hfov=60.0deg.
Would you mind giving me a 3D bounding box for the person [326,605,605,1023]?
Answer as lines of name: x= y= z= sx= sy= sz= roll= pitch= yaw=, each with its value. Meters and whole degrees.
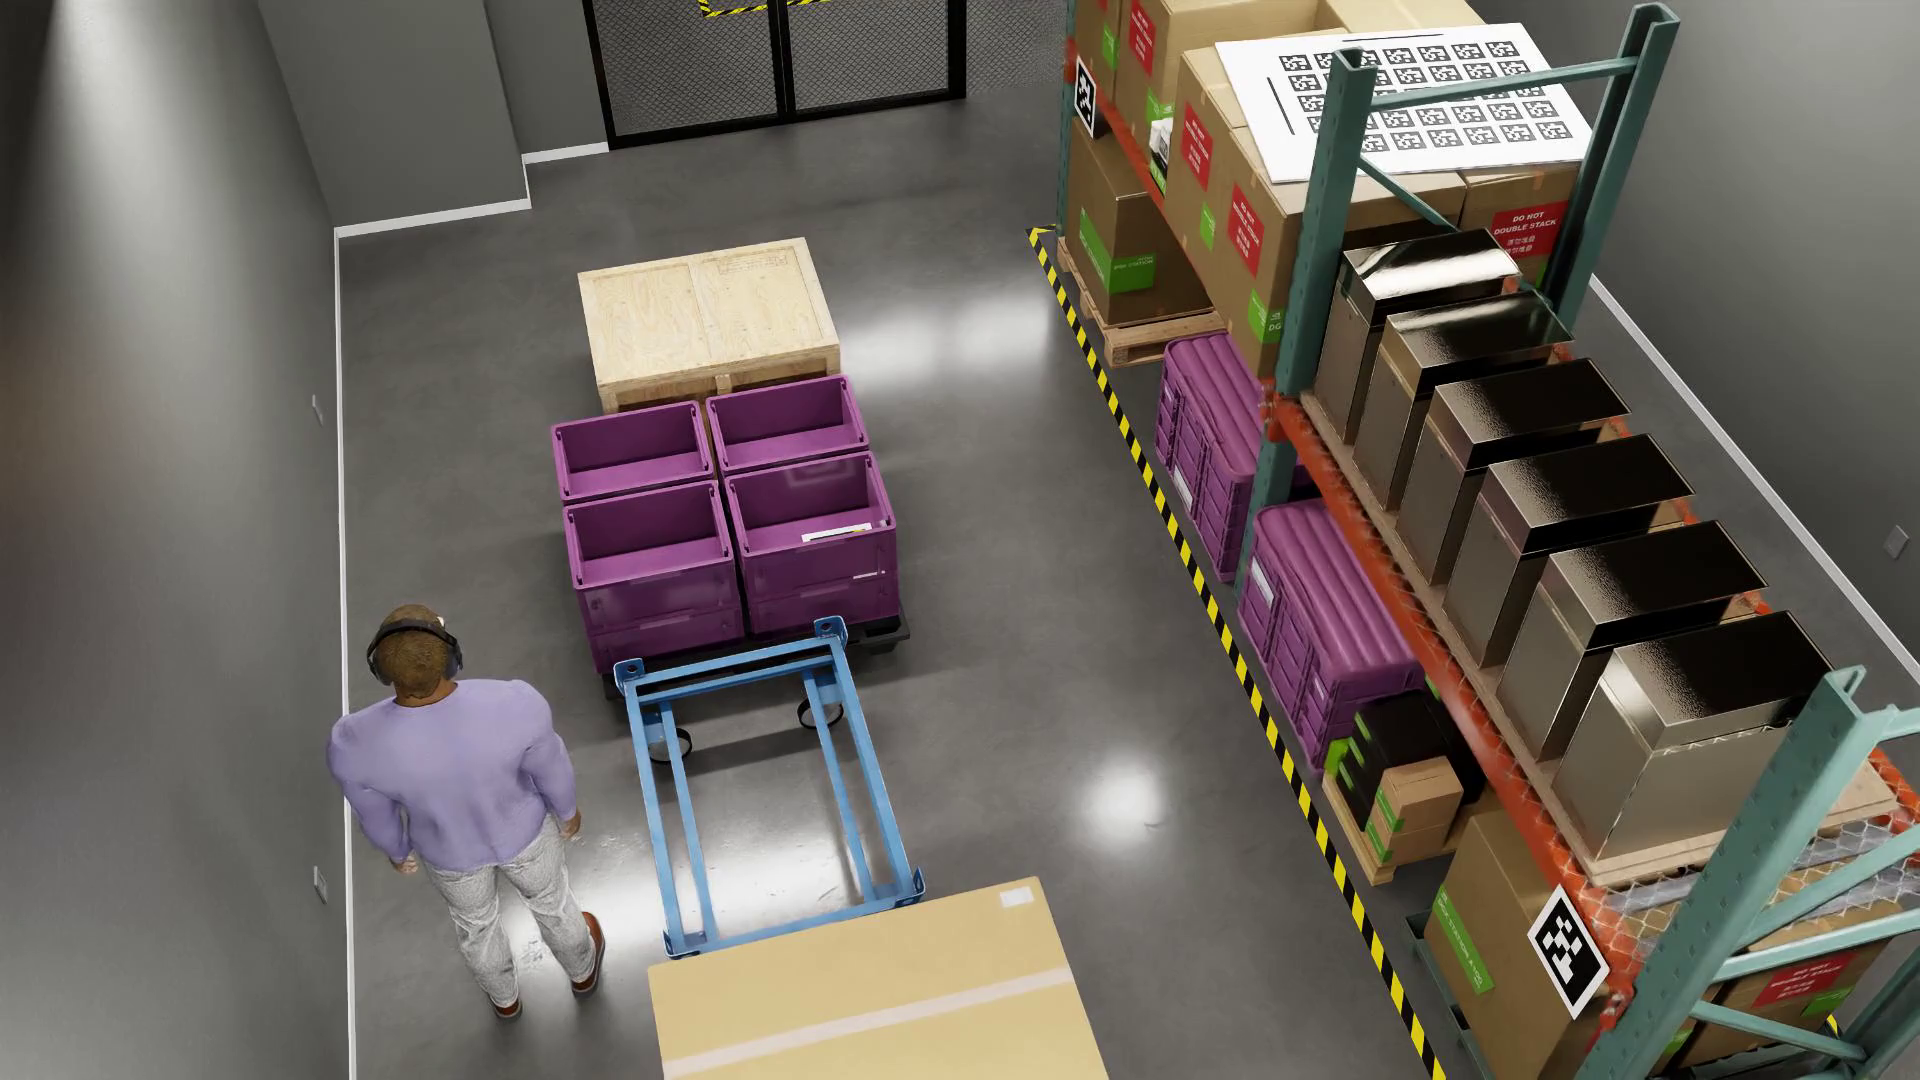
person: x=-1.466 y=0.875 z=5.083 sx=0.627 sy=1.940 sz=0.373 roll=-13 pitch=49 yaw=-11
